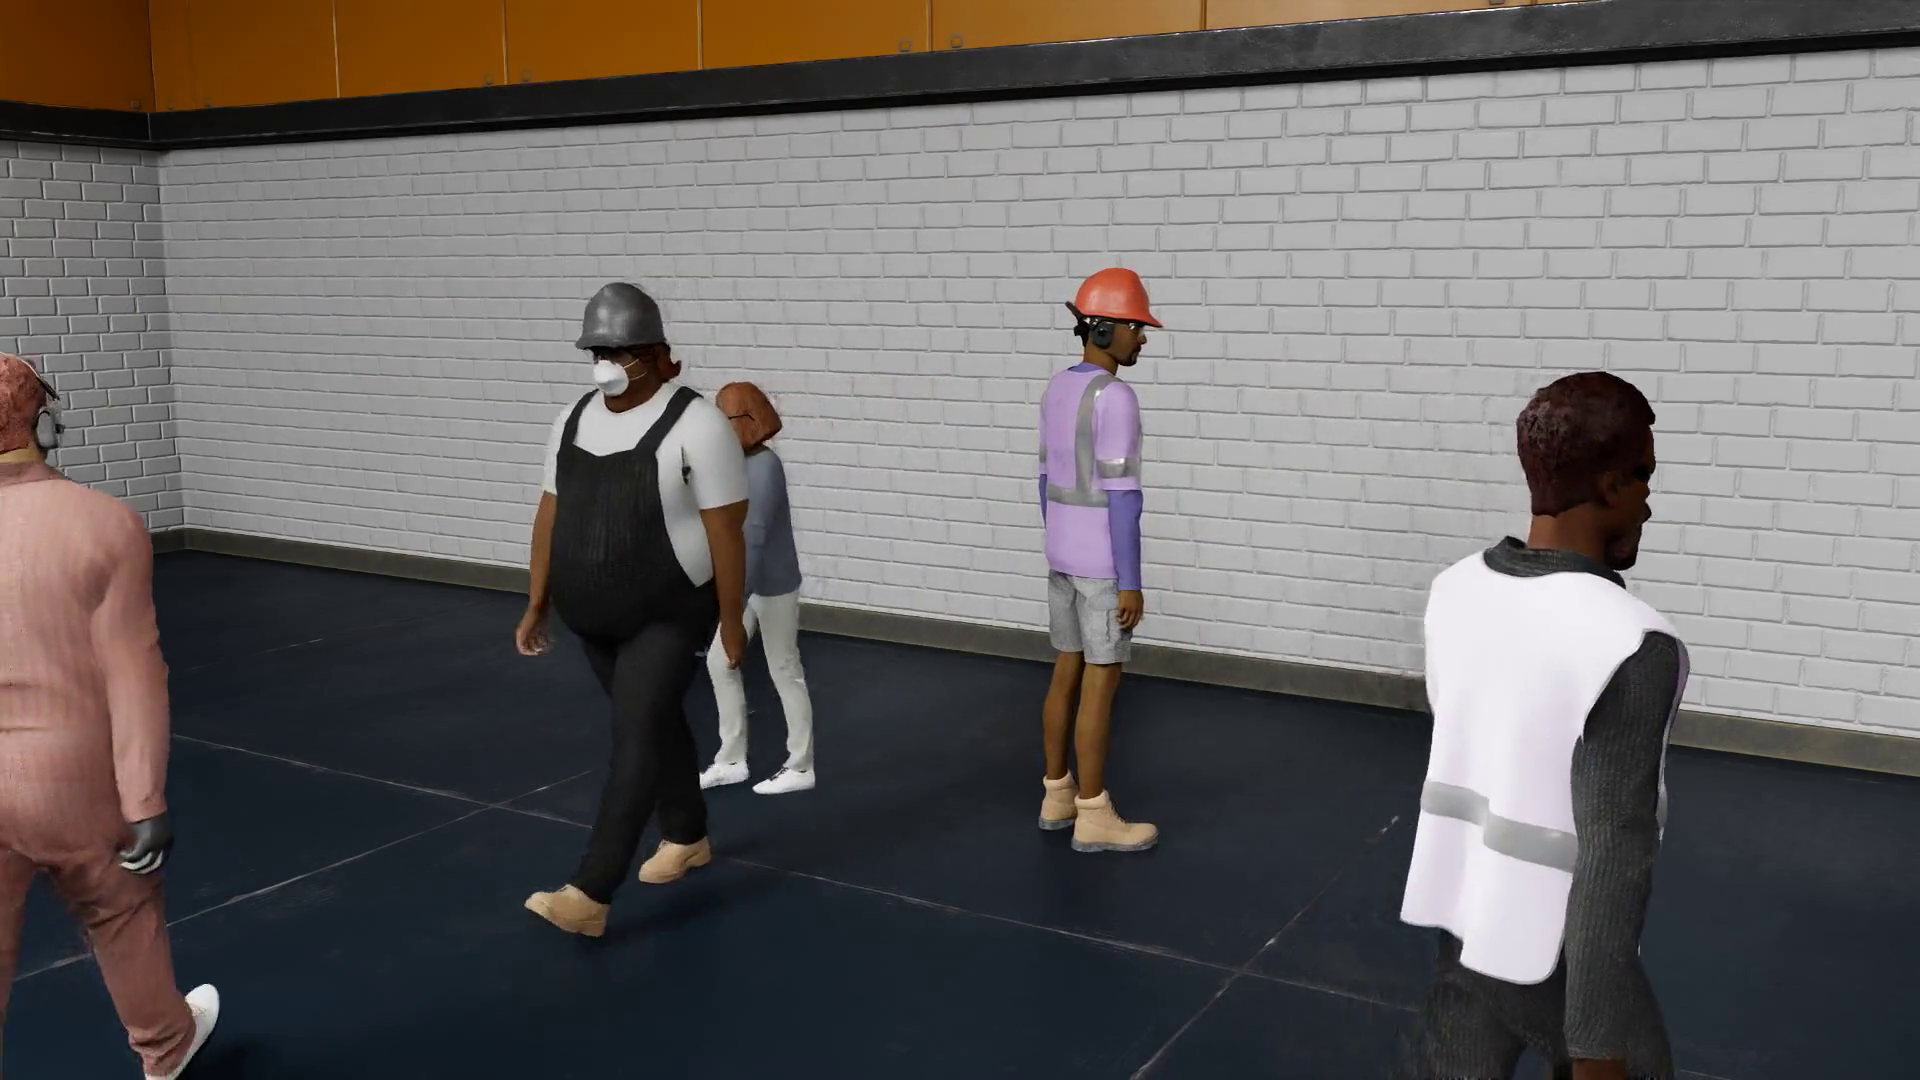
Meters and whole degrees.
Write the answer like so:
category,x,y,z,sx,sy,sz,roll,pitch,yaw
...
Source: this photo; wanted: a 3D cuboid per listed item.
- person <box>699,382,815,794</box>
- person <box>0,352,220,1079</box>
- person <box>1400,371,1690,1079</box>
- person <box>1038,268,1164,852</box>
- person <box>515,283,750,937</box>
category,x,y,z,sx,sy,sz,roll,pitch,yaw
person,-0.833,0.205,6.358,0.620,1.606,0.498,-4,10,-21
person,-2.045,0.516,3.699,0.659,1.843,0.992,-1,9,-7
person,0.924,0.653,2.767,0.992,1.874,0.609,-3,10,-17
person,0.500,0.069,5.890,0.392,2.038,0.611,-3,10,-21
person,-1.081,0.180,5.195,0.705,2.000,1.034,6,11,31
